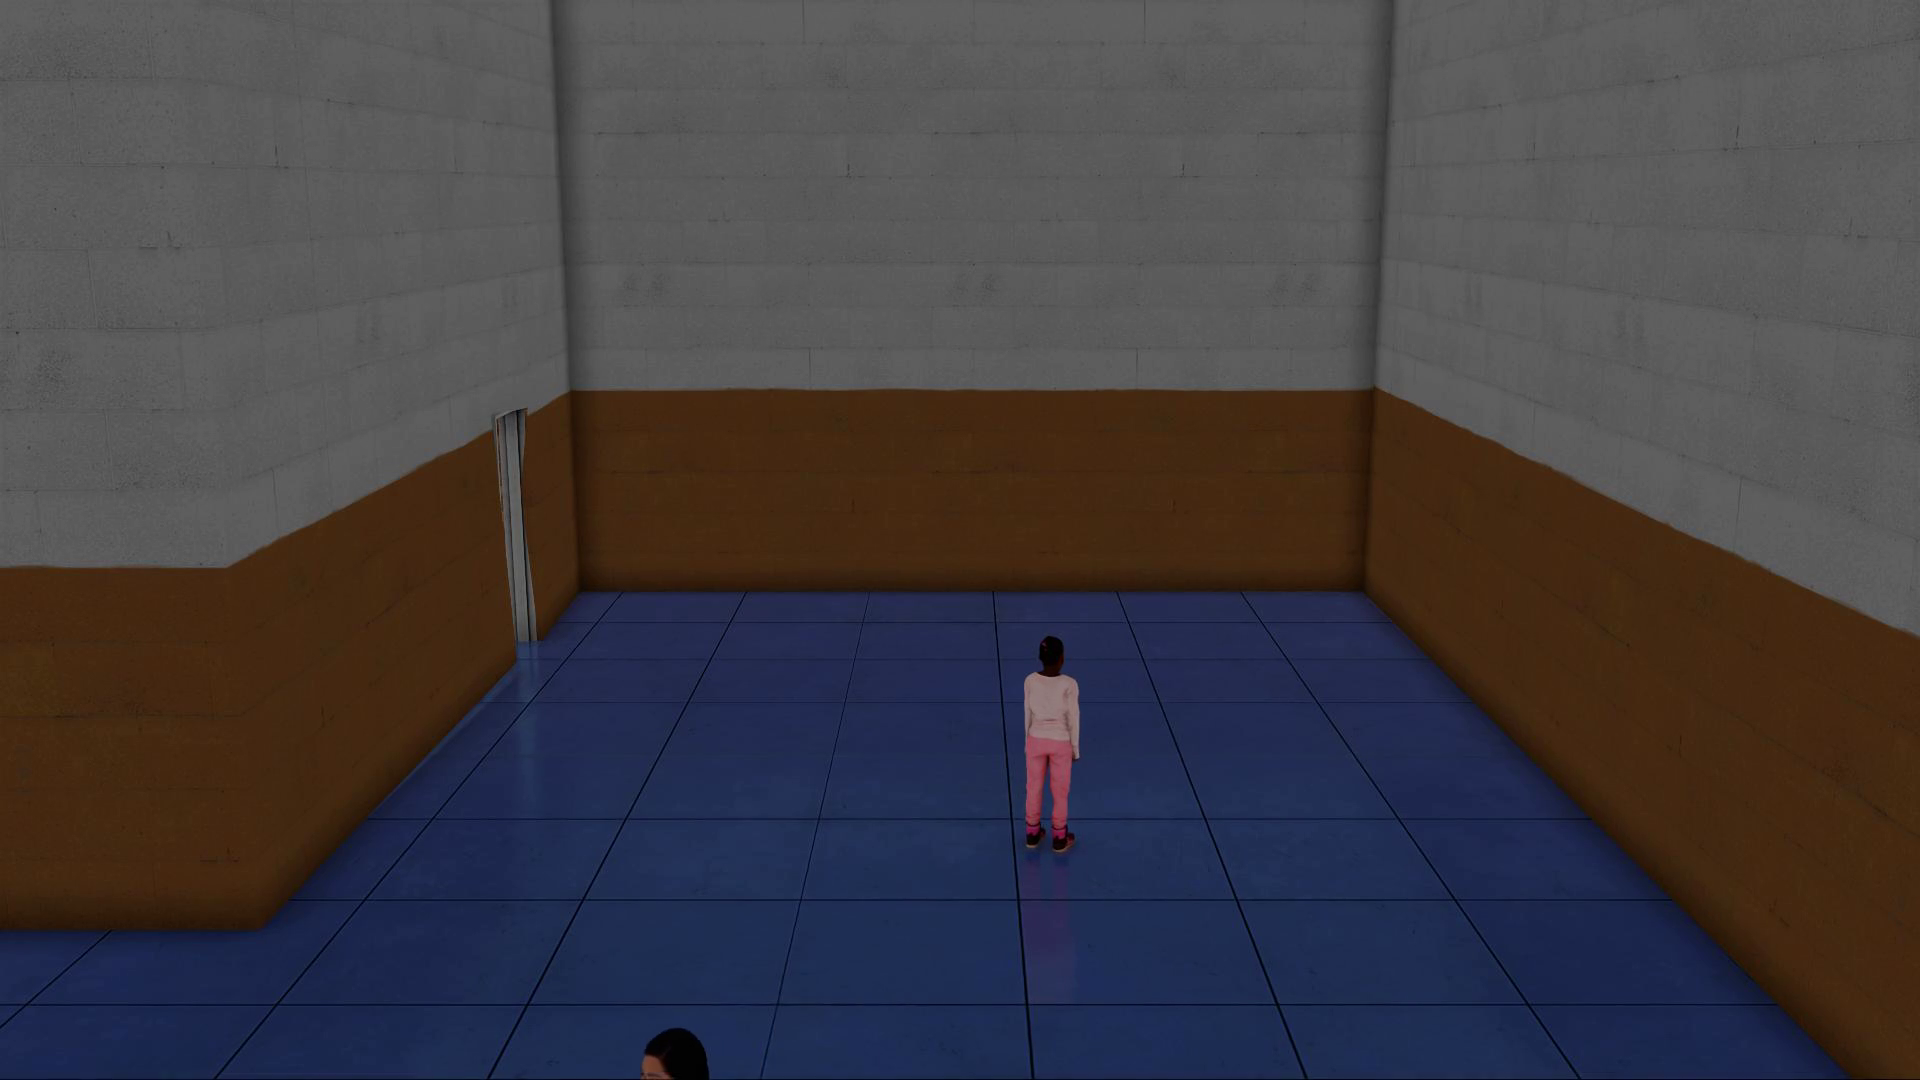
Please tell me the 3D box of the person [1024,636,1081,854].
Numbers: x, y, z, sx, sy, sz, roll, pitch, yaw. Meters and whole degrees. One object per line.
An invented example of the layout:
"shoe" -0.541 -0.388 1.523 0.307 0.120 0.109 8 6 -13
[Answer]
"person" 0.584 1.310 10.858 0.530 1.447 0.649 4 13 19
